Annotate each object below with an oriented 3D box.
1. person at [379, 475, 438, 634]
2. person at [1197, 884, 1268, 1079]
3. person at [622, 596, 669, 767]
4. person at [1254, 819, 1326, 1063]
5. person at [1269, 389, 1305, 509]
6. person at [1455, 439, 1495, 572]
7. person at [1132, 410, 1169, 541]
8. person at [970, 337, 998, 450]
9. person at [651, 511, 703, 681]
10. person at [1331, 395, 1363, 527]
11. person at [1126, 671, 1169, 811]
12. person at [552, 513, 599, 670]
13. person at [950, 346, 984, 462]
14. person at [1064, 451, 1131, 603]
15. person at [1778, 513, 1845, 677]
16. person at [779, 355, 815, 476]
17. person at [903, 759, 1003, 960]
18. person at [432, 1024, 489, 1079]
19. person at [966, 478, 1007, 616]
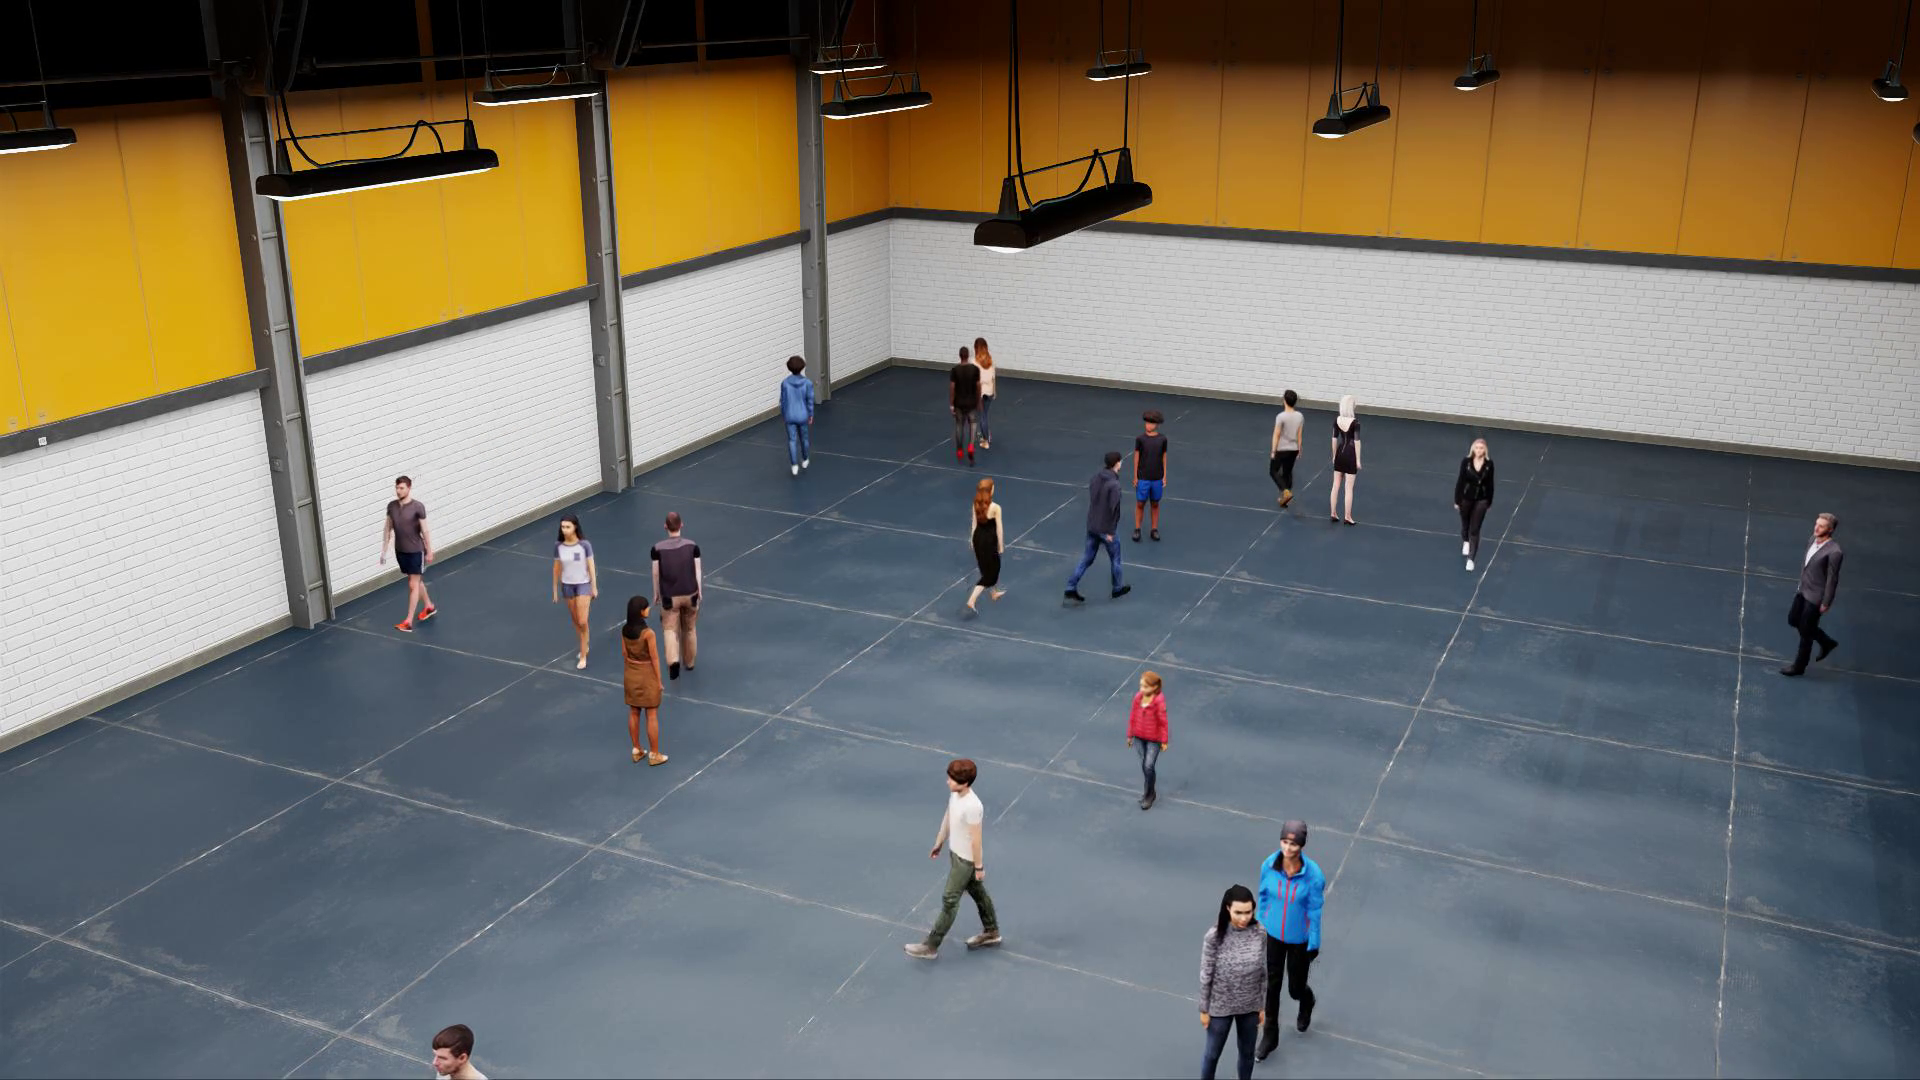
[{"bbox_3d":[-6.315,0.120,19.263,0.754,1.810,1.164,6,20,18],"label":"person"},{"bbox_3d":[1.781,3.004,10.823,0.686,1.731,0.711,-3,19,-10],"label":"person"},{"bbox_3d":[-3.029,1.339,15.839,0.580,1.684,0.529,11,21,29],"label":"person"},{"bbox_3d":[2.301,2.736,11.524,0.749,1.790,0.952,14,23,36],"label":"person"},{"bbox_3d":[4.644,-1.260,23.511,0.834,1.714,0.894,-7,20,-19],"label":"person"},{"bbox_3d":[6.590,-0.495,21.342,0.695,1.647,1.167,7,20,19],"label":"person"},{"bbox_3d":[2.541,-0.875,22.242,0.675,1.795,0.680,1,19,2],"label":"person"},{"bbox_3d":[0.404,-2.316,26.572,0.960,1.762,1.006,-8,20,-21],"label":"person"},{"bbox_3d":[-2.999,0.619,17.765,1.032,1.819,1.141,-4,19,-12],"label":"person"},{"bbox_3d":[5.301,-1.101,22.859,0.615,1.829,0.644,-17,25,-41],"label":"person"},{"bbox_3d":[1.751,1.781,15.115,0.598,1.308,0.625,15,24,38],"label":"person"},{"bbox_3d":[-4.183,0.506,18.271,0.750,1.711,0.908,2,19,7],"label":"person"},{"bbox_3d":[0.115,-2.102,25.888,0.849,1.792,1.012,1,19,2],"label":"person"},{"bbox_3d":[1.622,-0.117,19.913,1.270,1.844,1.049,-12,22,-31],"label":"person"},{"bbox_3d":[9.249,0.579,17.882,1.019,1.820,1.006,-1,19,-2],"label":"person"},{"bbox_3d":[-2.482,-1.885,25.234,0.941,1.798,1.065,-1,19,-3],"label":"person"},{"bbox_3d":[0.115,2.421,12.733,1.057,1.616,1.031,-5,19,-15],"label":"person"},{"bbox_3d":[-2.709,3.486,9.209,0.672,1.848,0.614,15,23,37],"label":"person"},{"bbox_3d":[0.266,0.085,19.700,0.762,1.596,1.105,15,24,37],"label":"person"}]
